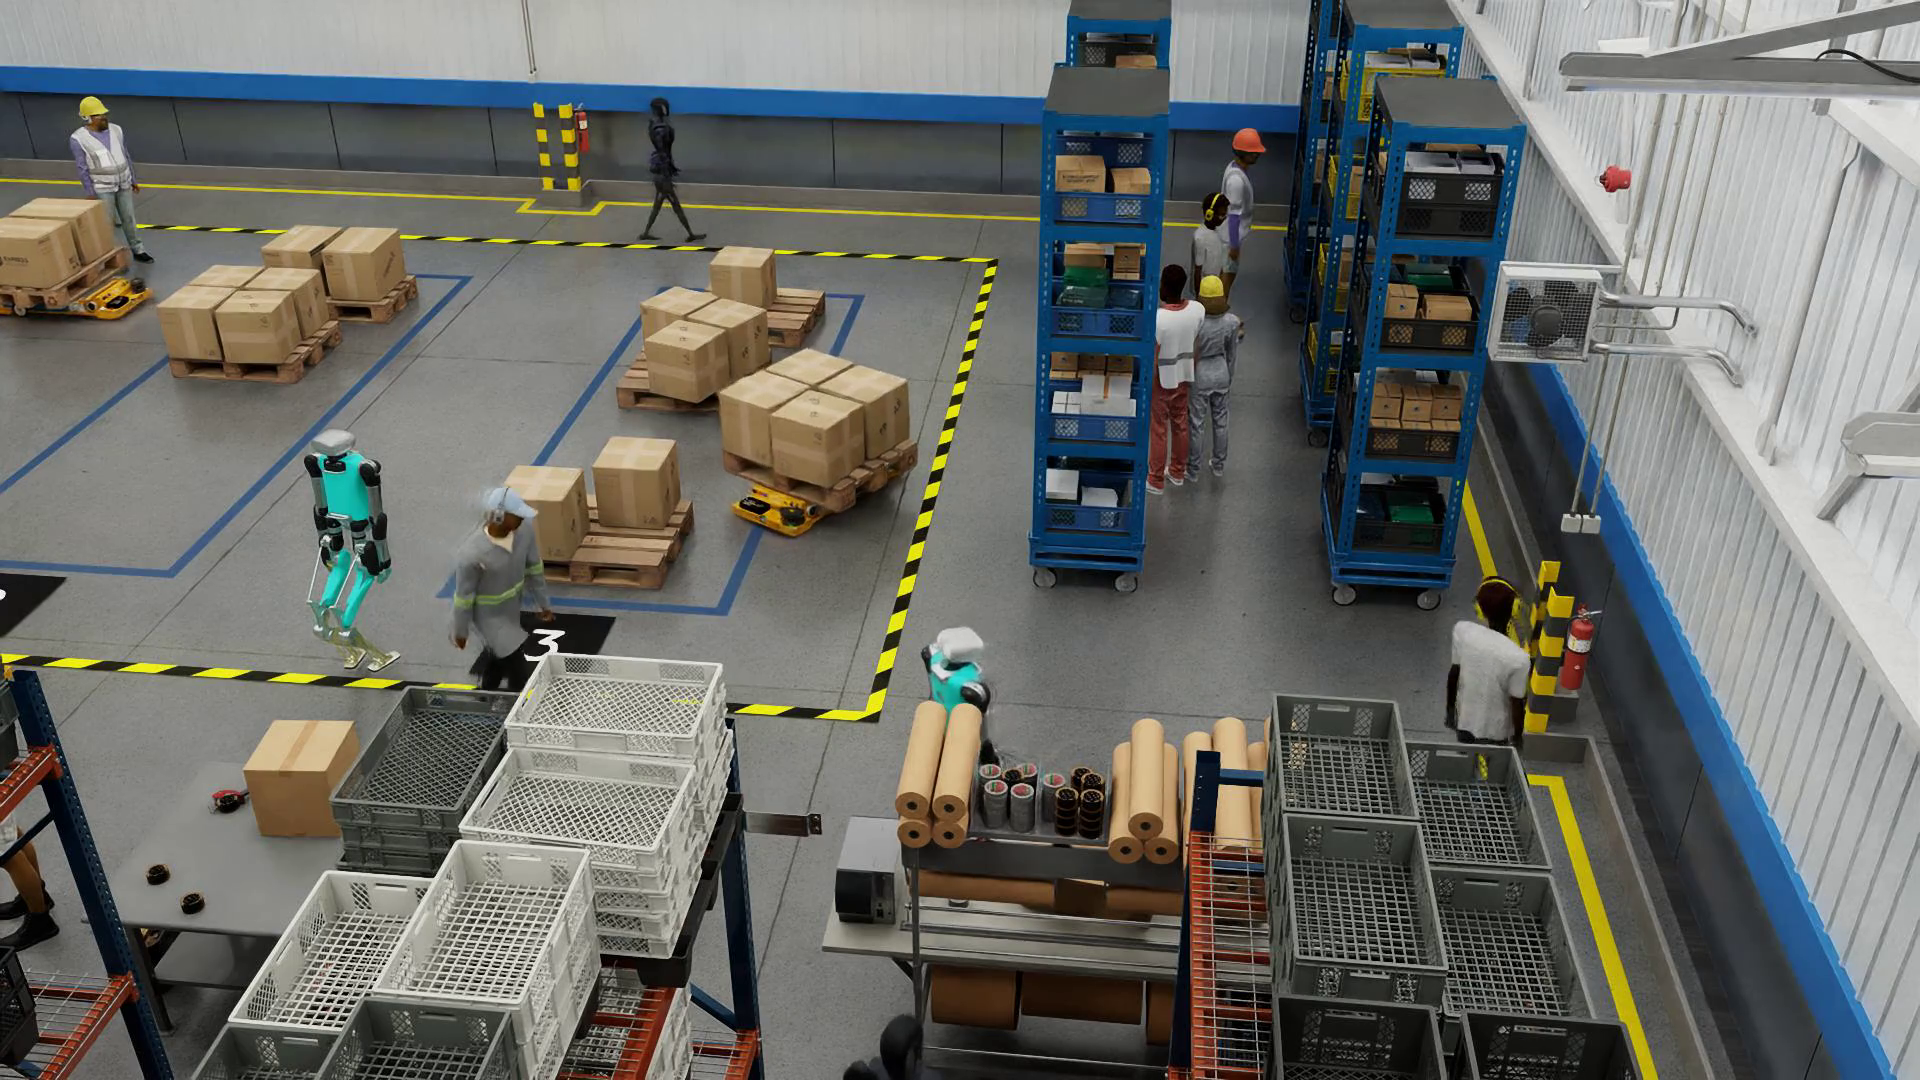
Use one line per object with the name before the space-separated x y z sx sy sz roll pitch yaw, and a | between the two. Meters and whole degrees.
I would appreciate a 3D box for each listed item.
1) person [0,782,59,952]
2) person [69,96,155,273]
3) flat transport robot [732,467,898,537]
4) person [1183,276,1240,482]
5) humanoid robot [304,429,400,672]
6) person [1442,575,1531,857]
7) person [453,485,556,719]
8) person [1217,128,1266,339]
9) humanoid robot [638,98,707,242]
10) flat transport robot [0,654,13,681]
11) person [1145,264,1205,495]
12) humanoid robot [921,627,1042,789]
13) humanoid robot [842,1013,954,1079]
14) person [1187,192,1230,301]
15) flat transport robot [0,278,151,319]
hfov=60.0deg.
person | -5.158 1.321 8.747 0.351 1.938 0.543 -15 33 -24
person | -8.973 -3.766 17.583 0.404 1.837 0.592 17 34 27
flat transport robot | -1.131 -0.485 13.479 0.652 0.197 1.431 20 35 30
person | 1.992 -1.303 13.453 0.483 1.735 0.308 -10 32 -17
humanoid robot | -4.055 0.150 10.823 0.533 1.677 0.735 9 31 16
person | 2.917 1.052 9.312 0.367 1.837 0.562 -24 38 -35
person | -2.816 0.465 10.343 0.865 1.805 0.609 13 33 21
person | 2.668 -2.949 15.977 0.390 2.040 0.613 5 31 8
humanoid robot | -3.230 -4.076 18.324 0.786 1.627 0.607 -2 30 -3
flat transport robot | -7.142 0.969 11.010 1.431 0.231 0.659 3 30 6
person | 1.659 -1.267 13.211 0.592 1.919 0.389 -21 36 -32
humanoid robot | 0.267 1.154 9.250 0.959 1.776 0.558 -18 35 -28
humanoid robot | -0.221 2.573 6.854 0.589 1.666 0.338 7 31 11
person | 2.200 -2.193 14.856 0.329 1.865 0.505 11 32 18
flat transport robot | -9.101 -2.497 16.934 1.431 0.197 0.652 3 30 6
